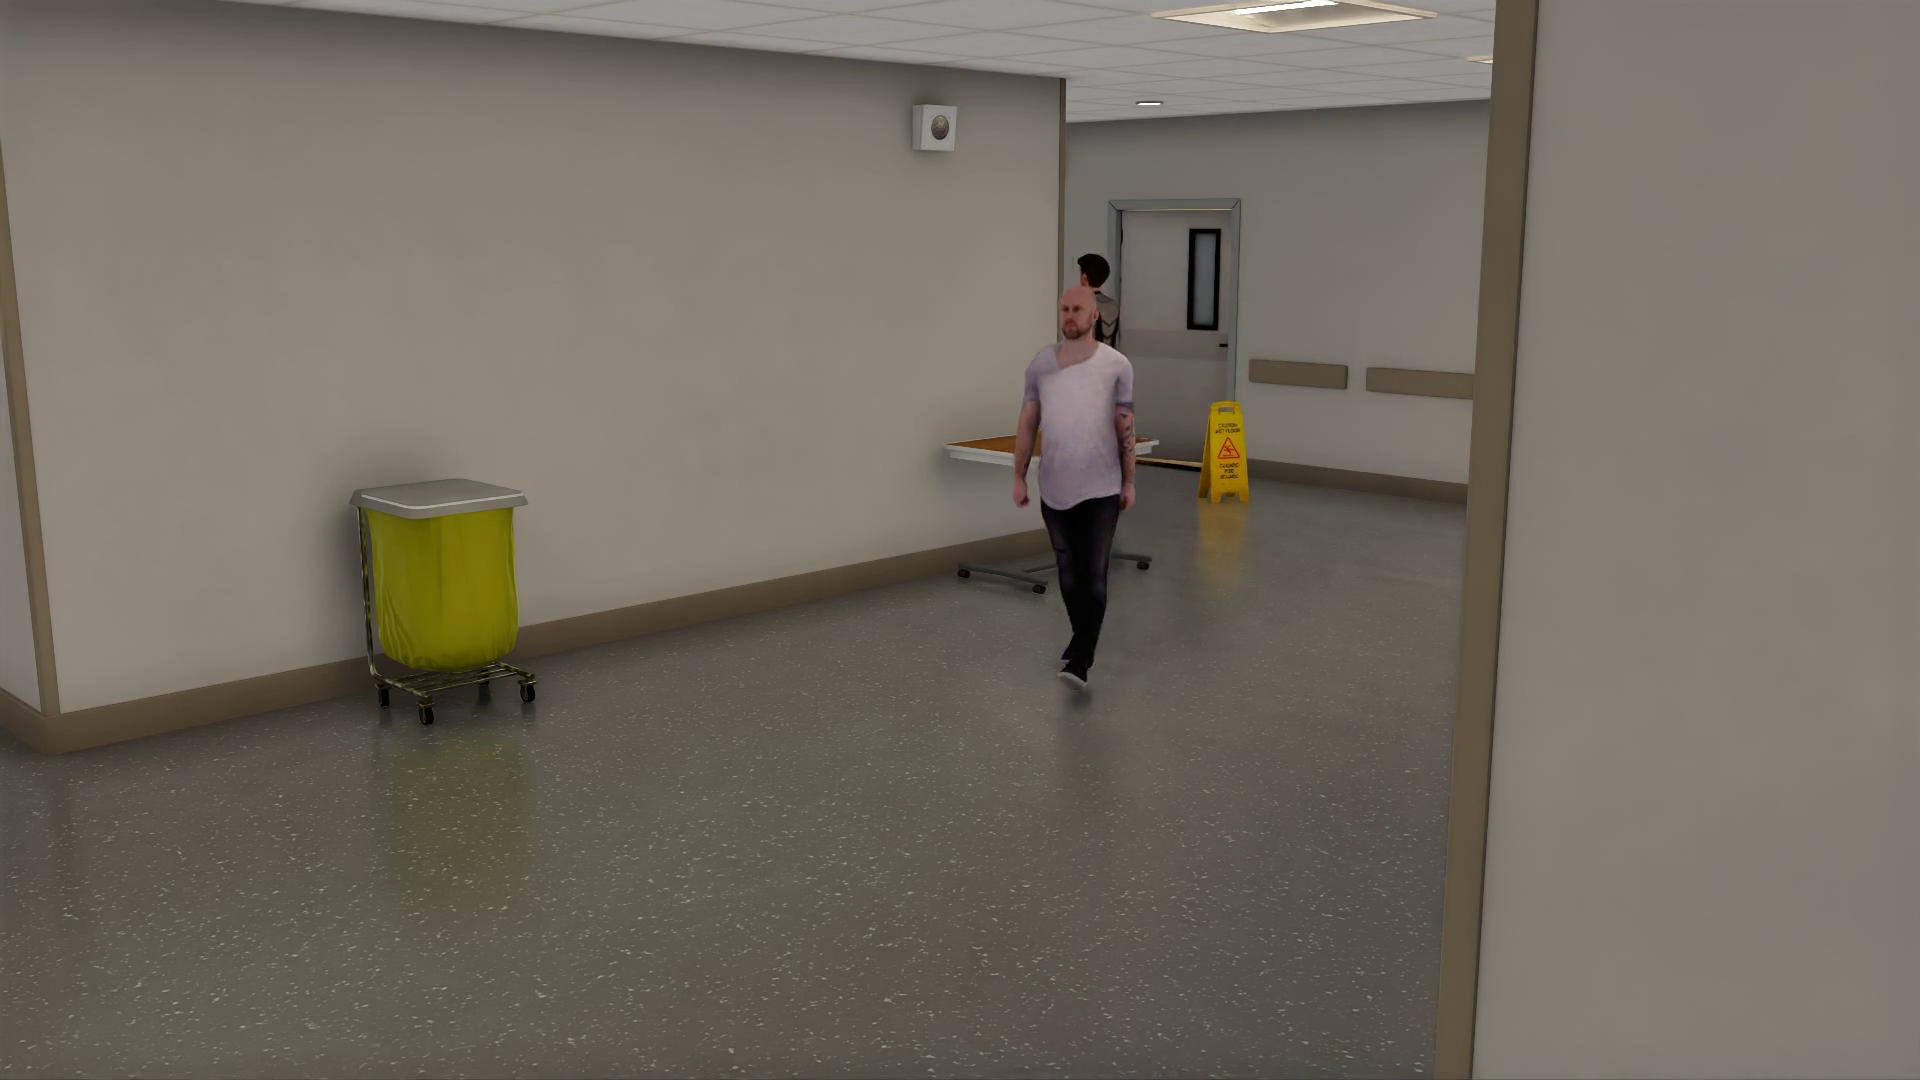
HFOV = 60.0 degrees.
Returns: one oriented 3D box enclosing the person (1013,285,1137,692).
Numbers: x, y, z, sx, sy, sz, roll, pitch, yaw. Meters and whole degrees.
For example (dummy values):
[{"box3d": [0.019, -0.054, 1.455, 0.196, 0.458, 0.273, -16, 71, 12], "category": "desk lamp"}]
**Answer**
[{"box3d": [0.578, -0.243, 7.707, 1.204, 1.788, 1.052, 4, 12, 21], "category": "person"}]
